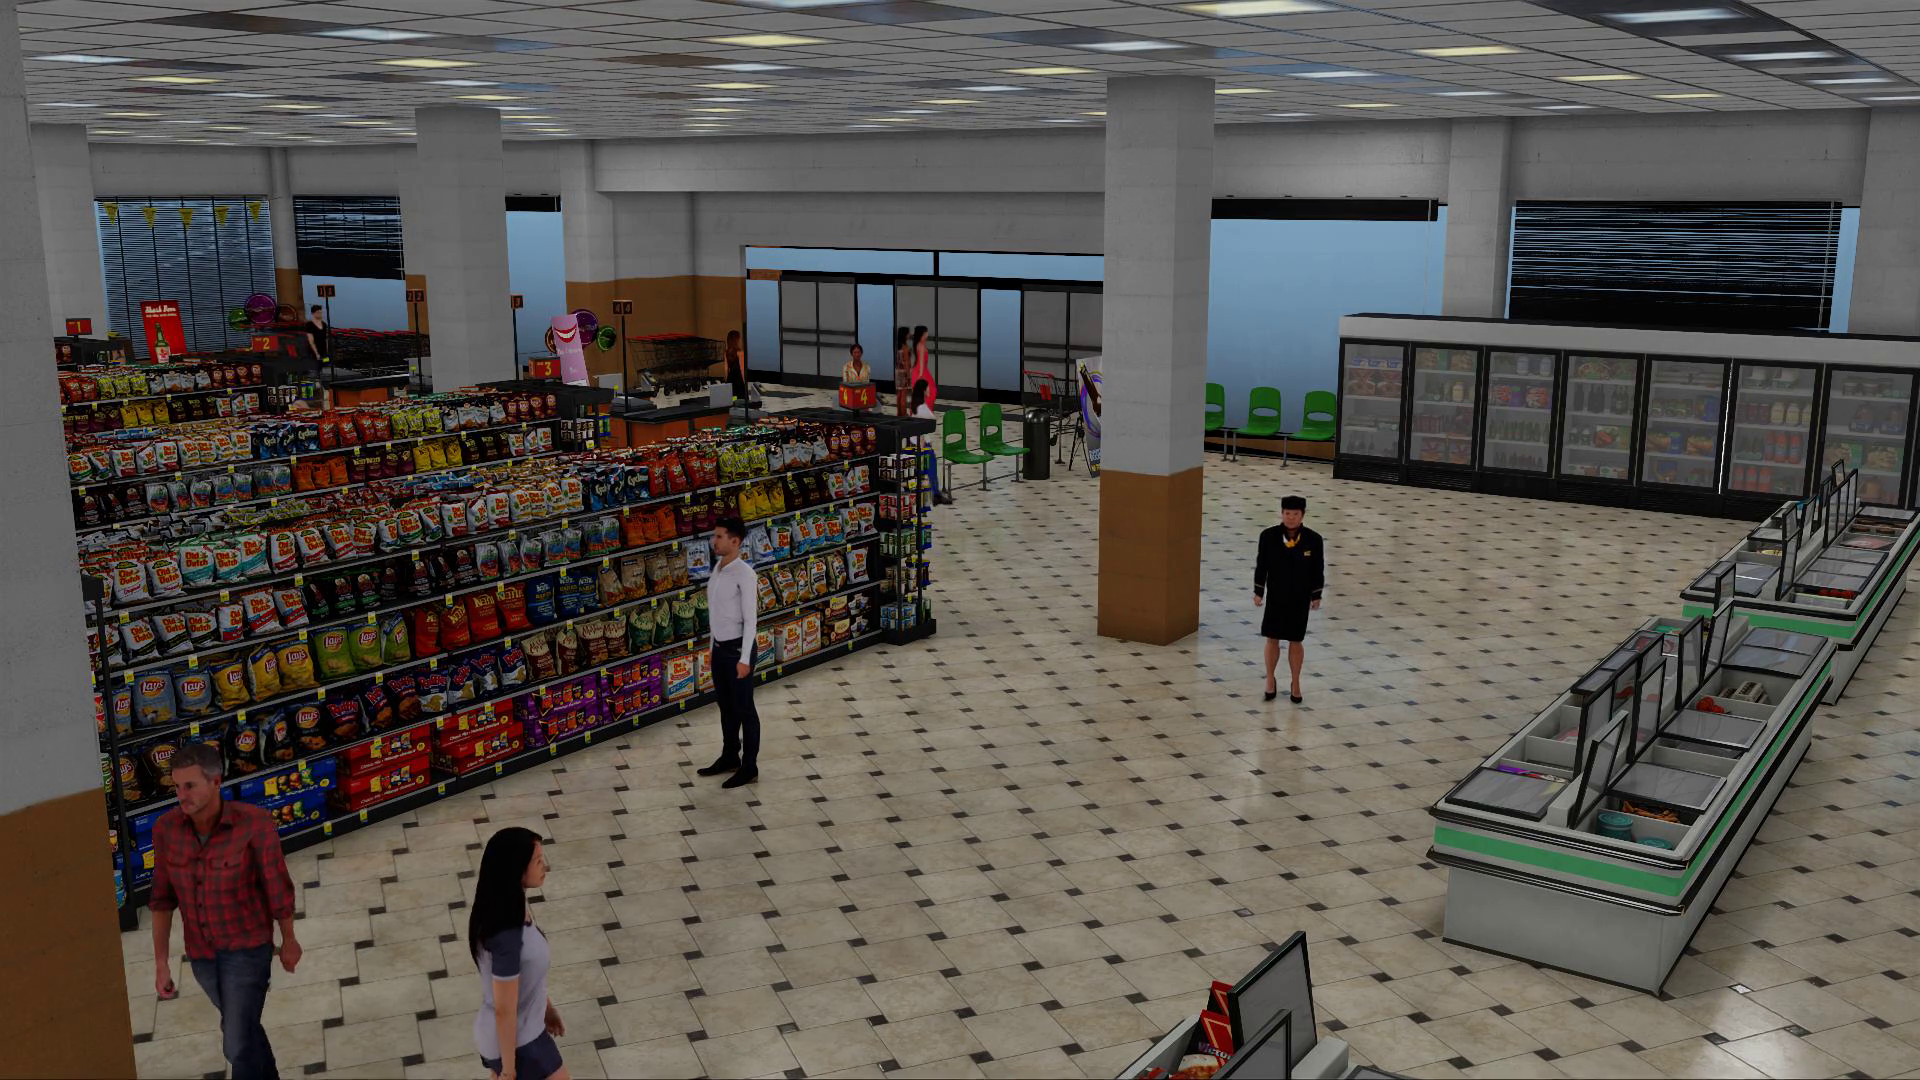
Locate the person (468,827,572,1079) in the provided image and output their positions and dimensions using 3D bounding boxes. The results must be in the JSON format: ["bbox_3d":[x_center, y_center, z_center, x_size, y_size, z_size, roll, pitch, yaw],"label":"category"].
[{"bbox_3d":[-1.777,1.914,6.341,0.758,1.691,0.713,-5,13,-21],"label":"person"}]

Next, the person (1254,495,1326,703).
[{"bbox_3d":[2.621,0.463,13.282,0.787,1.670,0.750,3,12,14],"label":"person"}]

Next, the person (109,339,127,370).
[{"bbox_3d":[-13.451,-2.372,26.665,0.598,1.705,0.529,11,16,43],"label":"person"}]

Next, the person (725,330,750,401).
[{"bbox_3d":[-3.599,-2.444,26.687,0.569,1.835,0.505,8,14,34],"label":"person"}]

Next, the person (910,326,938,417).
[{"bbox_3d":[-0.764,-2.871,29.035,0.872,1.703,0.812,-1,12,-7],"label":"person"}]

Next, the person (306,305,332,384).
[{"bbox_3d":[-12.330,-3.522,31.759,0.706,1.854,1.031,8,15,35],"label":"person"}]

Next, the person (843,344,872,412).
[{"bbox_3d":[-1.537,-2.035,24.851,0.659,1.792,0.744,-4,12,-17],"label":"person"}]

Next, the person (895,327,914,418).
[{"bbox_3d":[-1.013,-2.996,29.772,0.742,1.645,0.727,-4,13,-19],"label":"person"}]

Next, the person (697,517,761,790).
[{"bbox_3d":[-1.555,0.745,11.461,0.679,1.868,0.683,-9,15,-37],"label":"person"}]

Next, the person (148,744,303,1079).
[{"bbox_3d":[-3.069,1.697,7.106,0.973,1.801,1.135,1,12,5],"label":"person"}]
